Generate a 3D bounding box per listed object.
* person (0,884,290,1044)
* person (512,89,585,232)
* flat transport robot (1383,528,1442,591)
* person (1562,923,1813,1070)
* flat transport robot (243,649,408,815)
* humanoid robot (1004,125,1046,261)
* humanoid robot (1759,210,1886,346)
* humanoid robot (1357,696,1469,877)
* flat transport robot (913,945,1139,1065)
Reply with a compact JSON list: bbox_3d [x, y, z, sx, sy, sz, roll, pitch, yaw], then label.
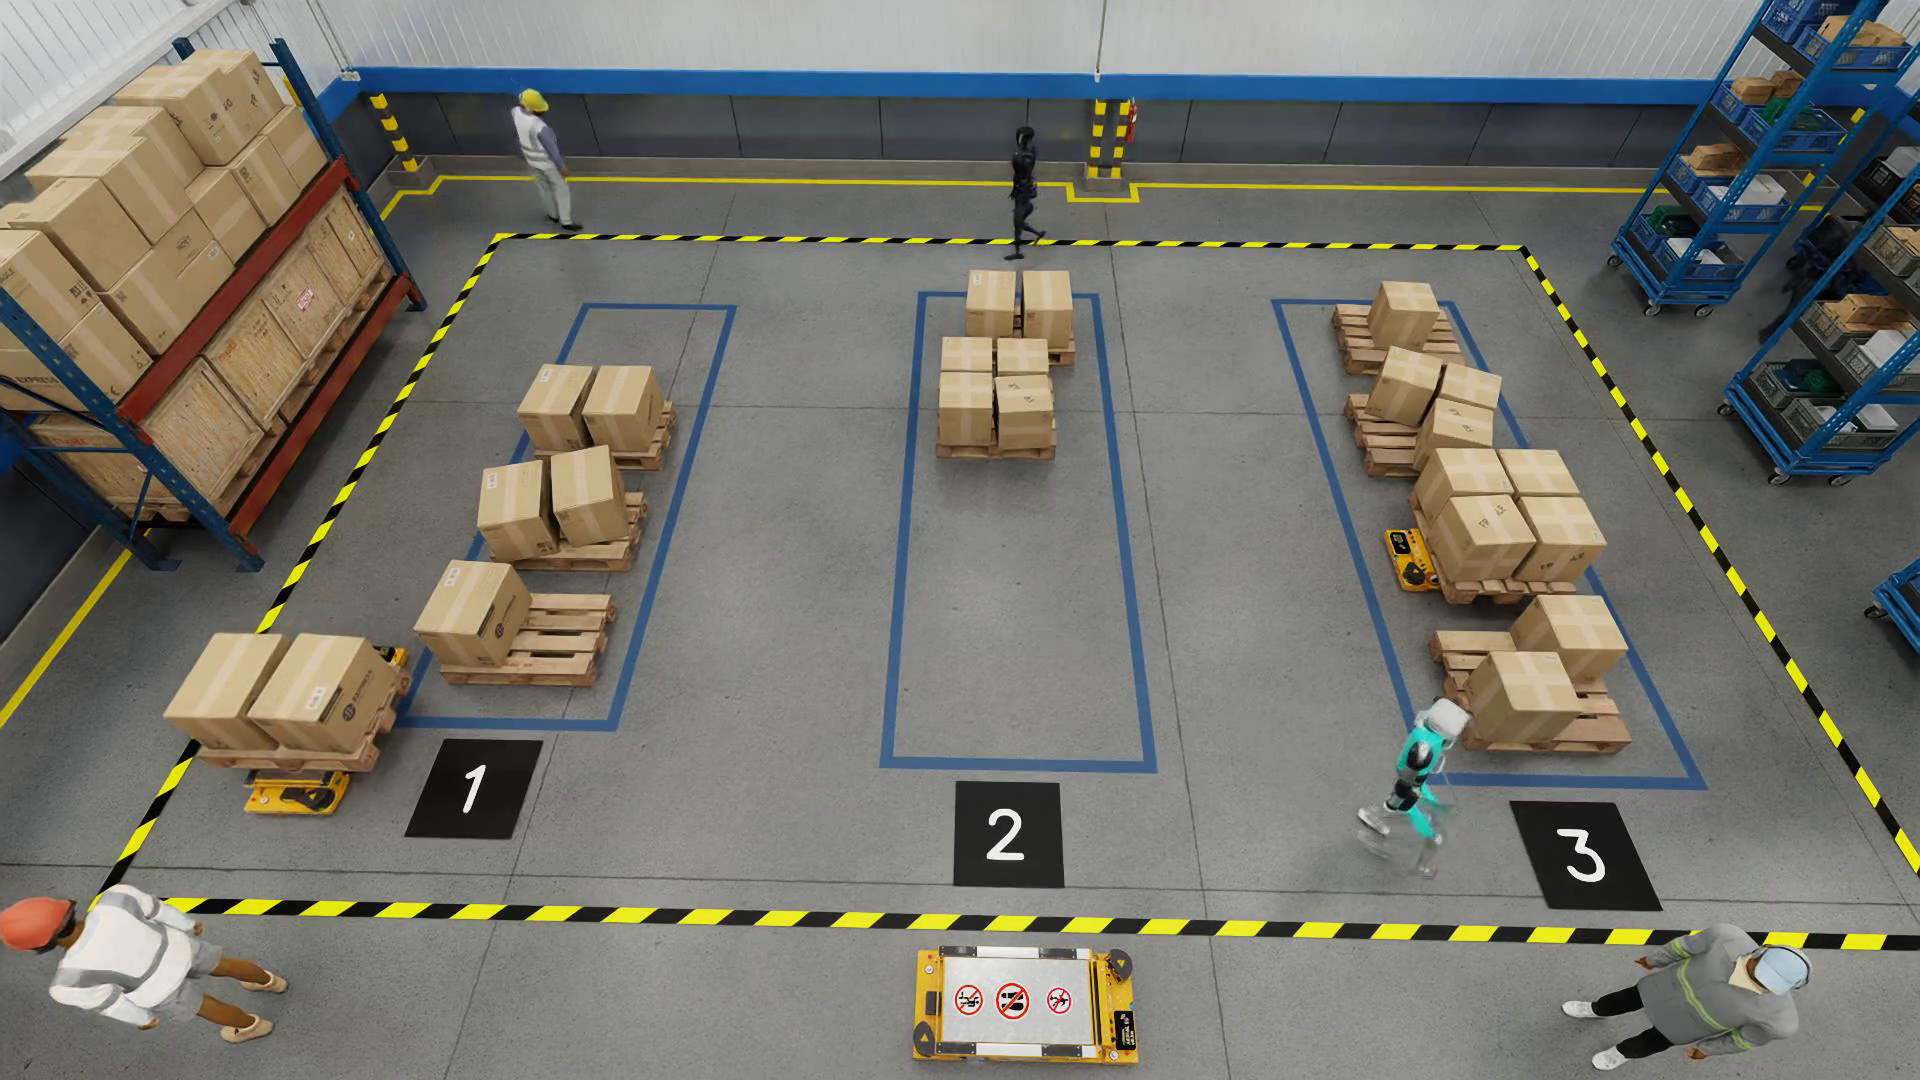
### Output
[{"bbox_3d":[-4.666,2.488,5.315,0.376,2.040,0.613,-2,51,-2],"label":"person"},{"bbox_3d":[-5.169,-4.721,11.362,0.710,1.783,0.406,29,56,22],"label":"person"},{"bbox_3d":[4.689,0.155,8.342,1.431,0.197,0.652,1,51,1],"label":"flat transport robot"},{"bbox_3d":[4.183,2.665,5.291,0.363,1.852,0.594,-7,51,-6],"label":"person"},{"bbox_3d":[-5.030,1.456,7.281,0.652,0.197,1.431,1,51,1],"label":"flat transport robot"},{"bbox_3d":[0.821,-4.111,10.936,0.531,1.645,0.602,-8,51,-6],"label":"humanoid robot"},{"bbox_3d":[9.302,-2.796,9.861,0.601,1.643,0.494,10,51,8],"label":"humanoid robot"},{"bbox_3d":[3.219,1.761,6.143,0.891,1.830,0.550,30,57,22],"label":"humanoid robot"},{"bbox_3d":[0.422,3.041,6.007,1.431,0.231,0.659,1,51,1],"label":"flat transport robot"}]
